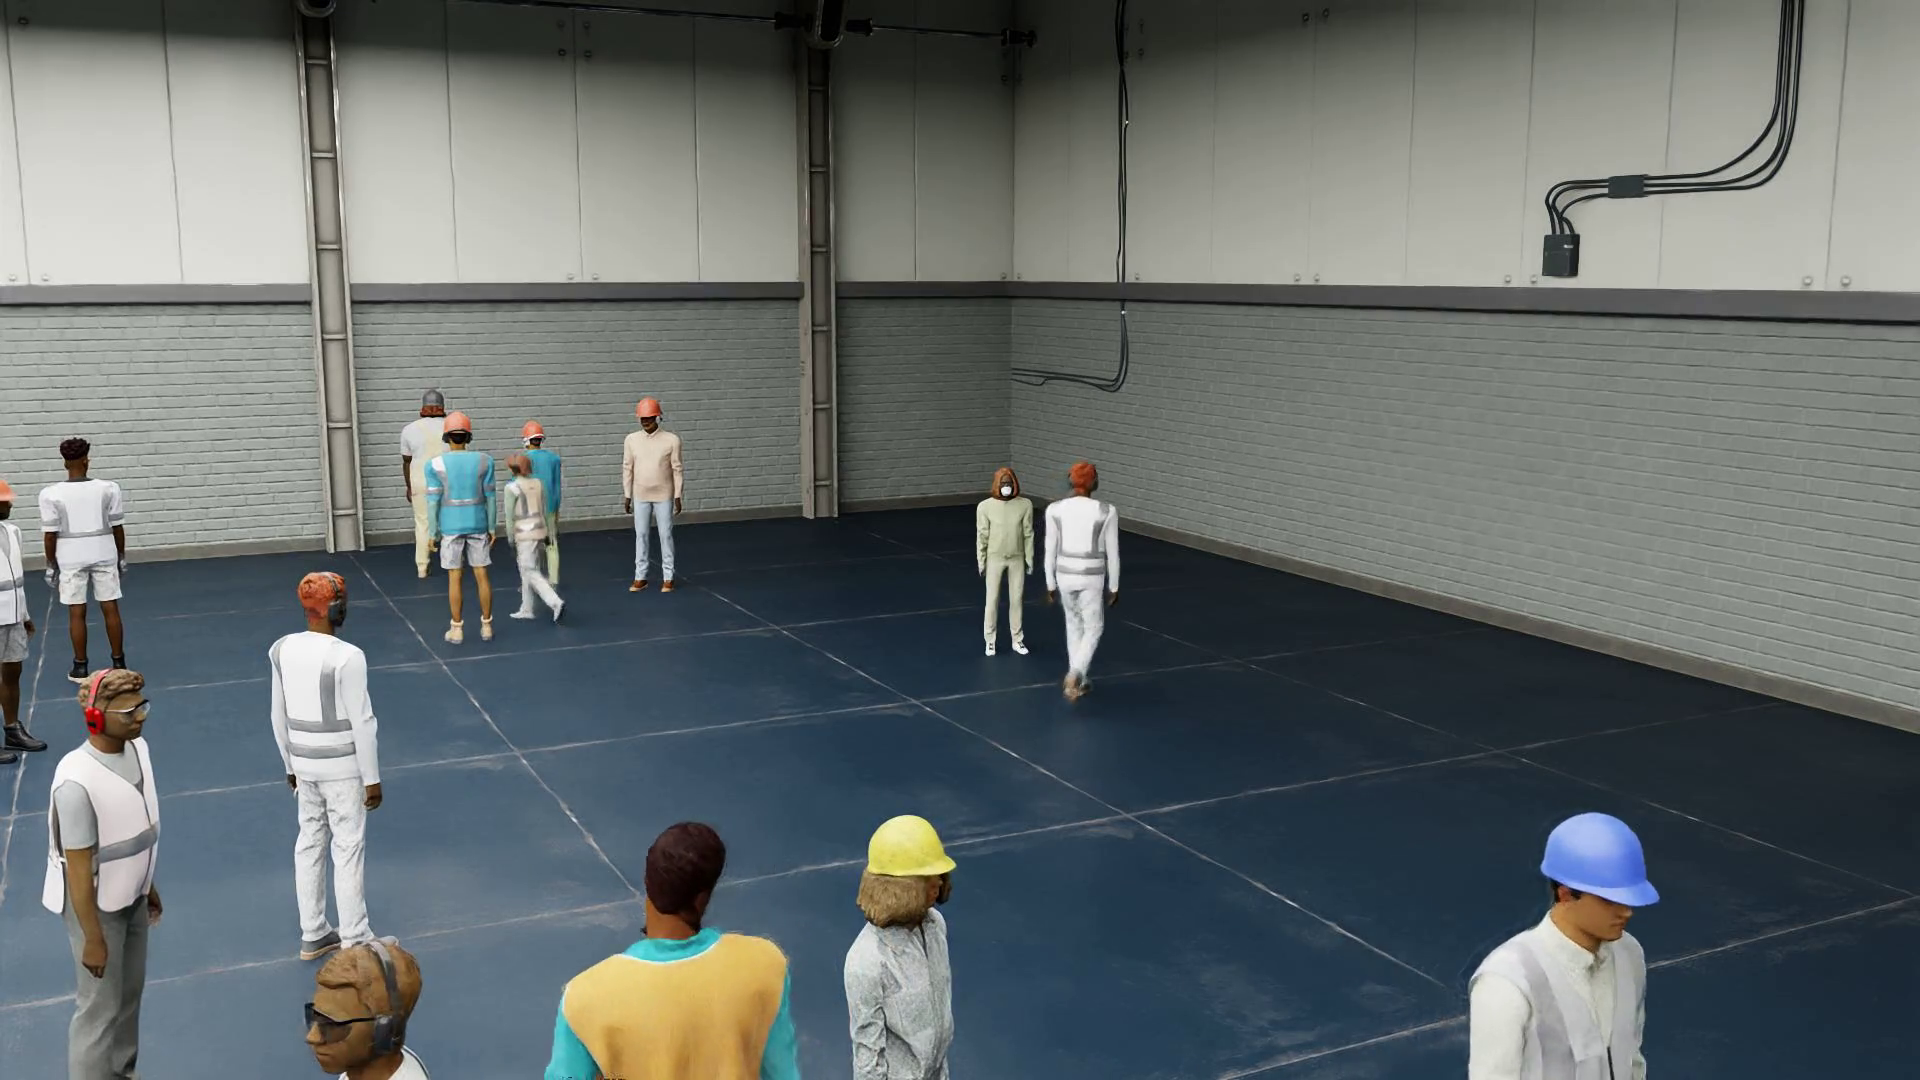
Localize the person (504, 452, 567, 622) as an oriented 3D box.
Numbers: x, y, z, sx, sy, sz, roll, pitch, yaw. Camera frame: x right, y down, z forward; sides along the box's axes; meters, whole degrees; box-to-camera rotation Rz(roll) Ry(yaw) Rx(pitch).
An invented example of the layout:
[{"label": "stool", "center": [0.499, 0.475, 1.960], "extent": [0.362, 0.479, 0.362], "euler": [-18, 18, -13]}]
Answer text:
[{"label": "person", "center": [-3.949, -0.015, 15.460], "extent": [0.699, 1.614, 0.531], "euler": [4, 10, 24]}]

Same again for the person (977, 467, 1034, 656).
[{"label": "person", "center": [0.386, 0.184, 14.179], "extent": [0.498, 1.627, 0.280], "euler": [-2, 9, -12]}]

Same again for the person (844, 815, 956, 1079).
[{"label": "person", "center": [-0.151, 1.642, 4.821], "extent": [0.288, 1.746, 0.487], "euler": [4, 10, 24]}]

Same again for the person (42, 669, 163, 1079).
[{"label": "person", "center": [-3.182, 1.374, 6.217], "extent": [0.410, 1.834, 0.566], "euler": [-1, 9, -4]}]

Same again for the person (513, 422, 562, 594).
[{"label": "person", "center": [-4.318, -0.332, 16.954], "extent": [0.326, 1.752, 0.559], "euler": [8, 12, 41]}]

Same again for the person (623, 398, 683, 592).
[{"label": "person", "center": [-3.132, -0.452, 16.954], "extent": [0.616, 1.993, 0.395], "euler": [1, 9, 6]}]

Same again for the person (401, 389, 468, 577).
[{"label": "person", "center": [-5.624, -0.622, 17.862], "extent": [0.683, 2.000, 0.535], "euler": [-3, 10, -17]}]

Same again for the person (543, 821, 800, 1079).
[{"label": "person", "center": [-0.722, 1.676, 4.175], "extent": [0.757, 1.898, 0.465], "euler": [-6, 11, -32]}]

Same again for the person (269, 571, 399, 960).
[{"label": "person", "center": [-2.969, 1.079, 7.860], "extent": [0.585, 1.883, 0.343], "euler": [4, 10, 26]}]

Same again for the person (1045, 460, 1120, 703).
[{"label": "person", "center": [0.907, 0.328, 12.590], "extent": [0.574, 1.863, 0.731], "euler": [3, 10, 19]}]

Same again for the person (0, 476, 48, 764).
[{"label": "person", "center": [-6.429, 0.518, 11.148], "extent": [0.359, 1.937, 0.552], "euler": [2, 9, 10]}]

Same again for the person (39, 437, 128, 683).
[{"label": "person", "center": [-6.979, 0.161, 13.285], "extent": [0.601, 1.960, 0.373], "euler": [-7, 11, -36]}]

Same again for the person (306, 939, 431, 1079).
[{"label": "person", "center": [-1.283, 1.772, 3.711], "extent": [0.339, 1.845, 0.514], "euler": [-6, 11, -35]}]

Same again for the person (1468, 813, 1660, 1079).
[{"label": "person", "center": [1.544, 1.629, 4.307], "extent": [0.629, 1.934, 0.443], "euler": [-6, 11, -33]}]

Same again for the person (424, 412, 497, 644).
[{"label": "person", "center": [-4.397, -0.108, 14.682], "extent": [0.606, 2.045, 0.389], "euler": [-5, 10, -27]}]
